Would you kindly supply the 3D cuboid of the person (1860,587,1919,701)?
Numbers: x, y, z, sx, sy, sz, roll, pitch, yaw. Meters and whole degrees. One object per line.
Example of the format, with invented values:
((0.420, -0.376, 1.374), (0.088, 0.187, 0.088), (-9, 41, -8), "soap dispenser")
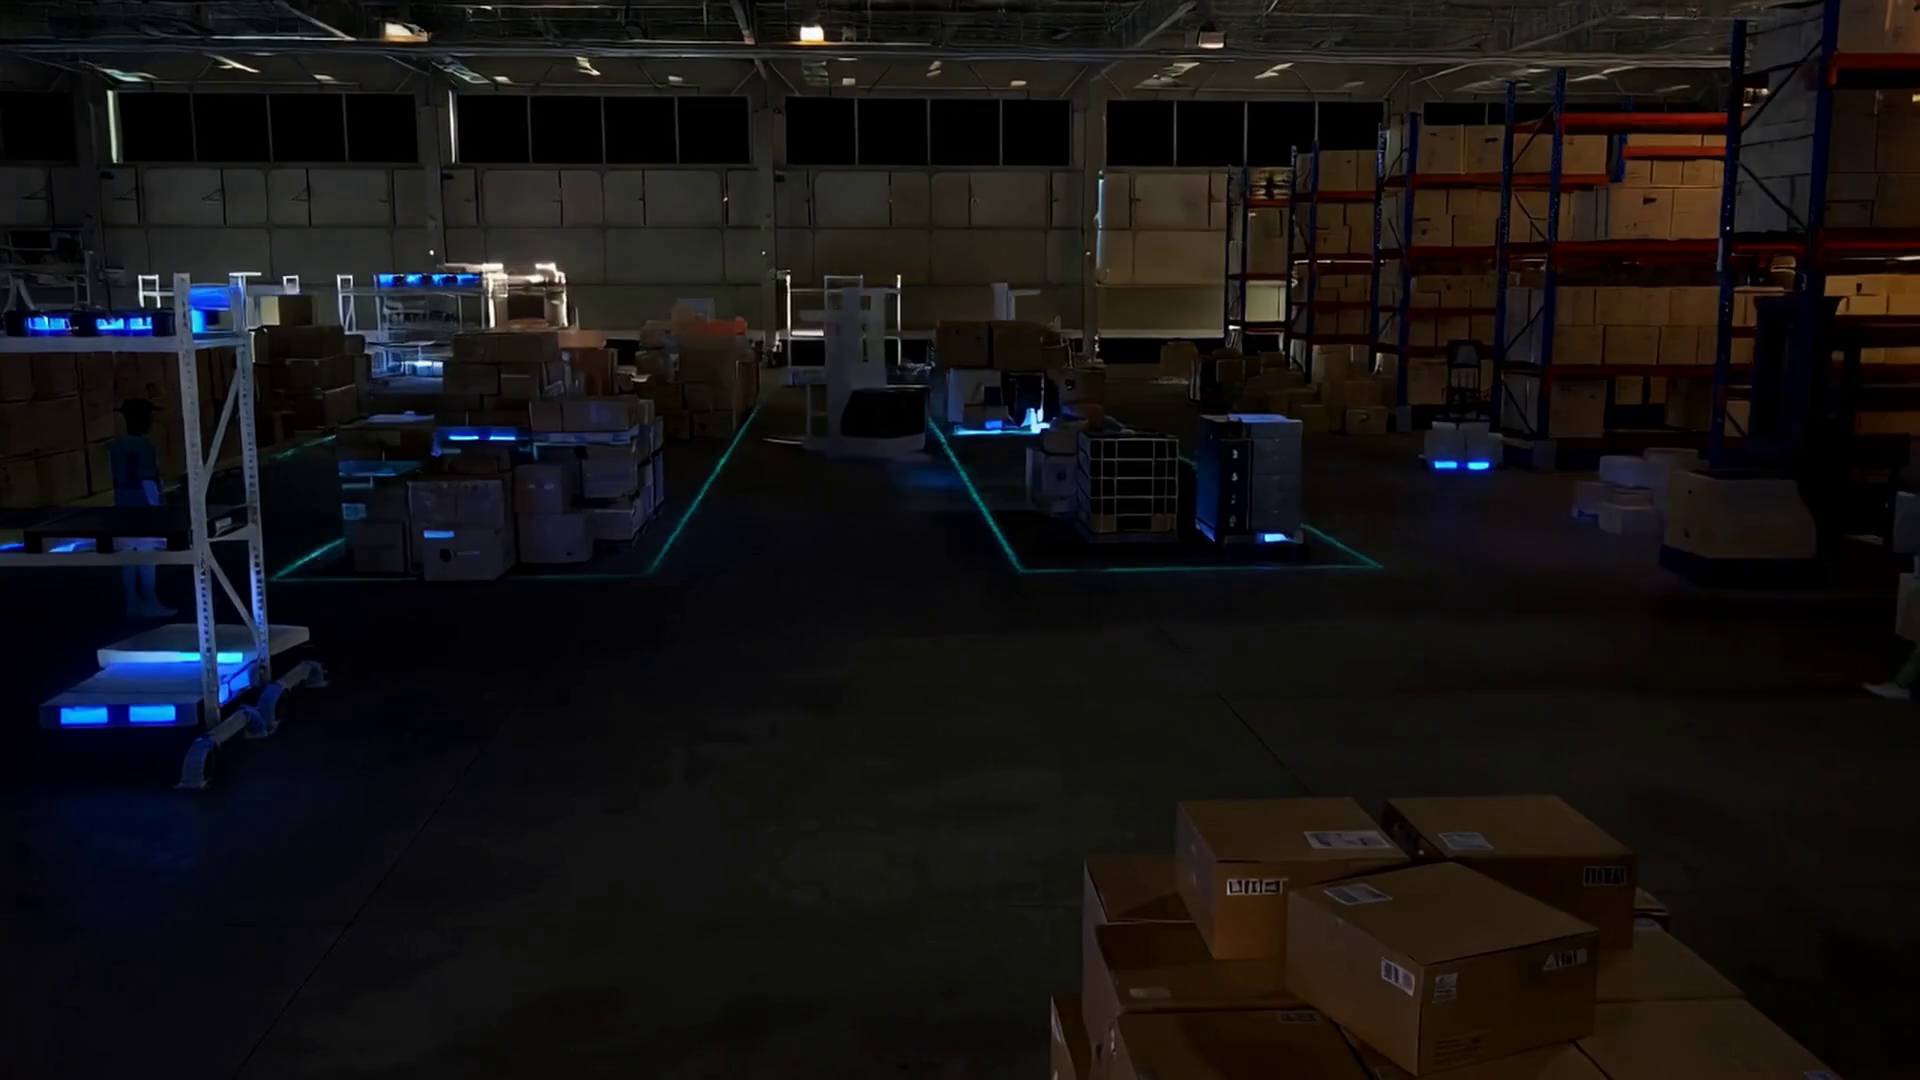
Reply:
((6.985, 0.274, 11.695), (1.014, 1.809, 0.551), (3, 9, 16), "person")

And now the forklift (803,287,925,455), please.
((-1.619, -2.909, 28.294), (1.873, 2.768, 1.129), (6, 11, 35), "forklift")

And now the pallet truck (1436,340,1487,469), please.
((8.004, -2.170, 26.422), (0.823, 1.965, 1.885), (2, 9, 14), "pallet truck")

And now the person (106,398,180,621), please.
((-7.199, -0.270, 14.609), (0.603, 1.959, 0.379), (6, 11, 34), "person")

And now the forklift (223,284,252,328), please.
((-16.493, -4.479, 38.154), (1.873, 2.768, 1.129), (-2, 9, -10), "forklift")

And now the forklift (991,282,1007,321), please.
((1.090, -5.577, 45.048), (1.873, 2.768, 1.129), (1, 9, 3), "forklift")

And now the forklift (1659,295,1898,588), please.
((8.048, -0.994, 16.271), (1.873, 2.768, 1.129), (-1, 9, -4), "forklift")
